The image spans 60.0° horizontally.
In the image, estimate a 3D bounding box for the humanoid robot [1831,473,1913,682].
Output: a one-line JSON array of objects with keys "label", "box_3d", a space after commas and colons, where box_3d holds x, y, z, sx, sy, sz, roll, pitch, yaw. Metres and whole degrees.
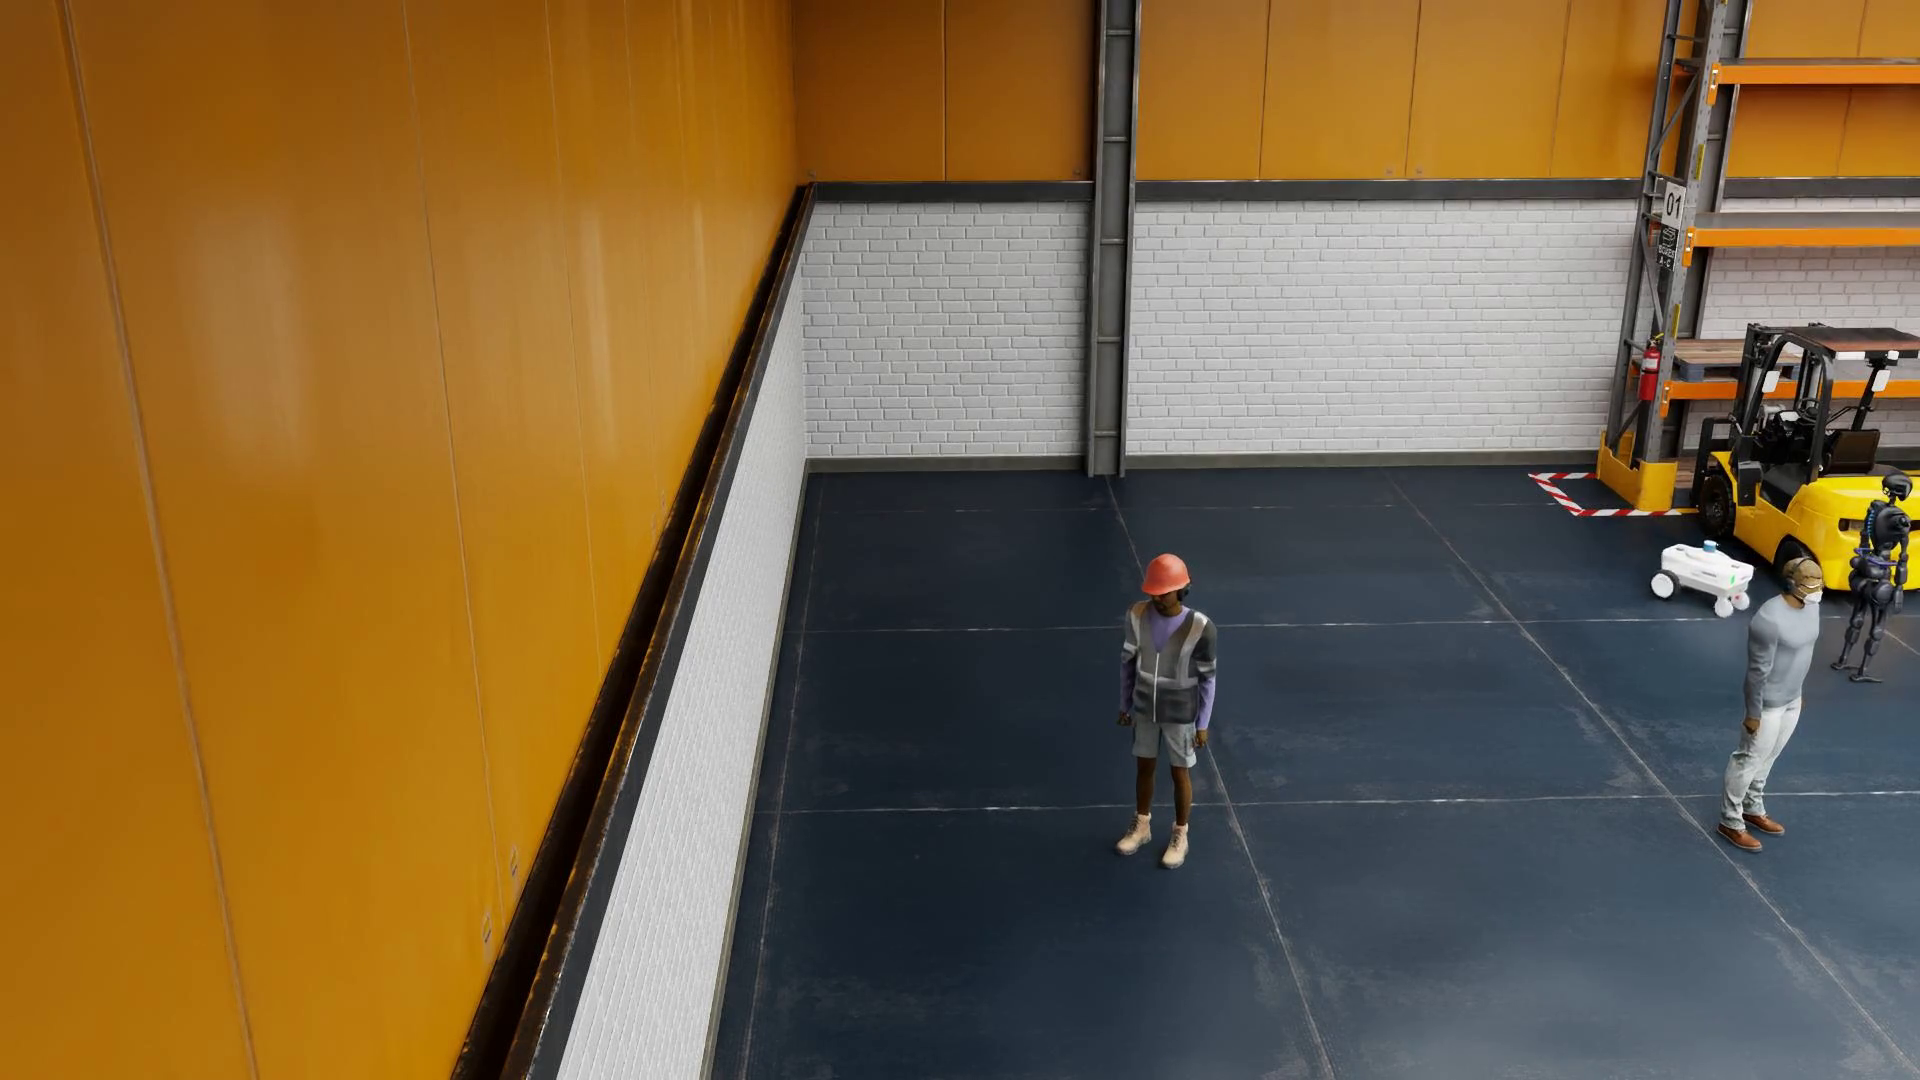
[{"label": "humanoid robot", "box_3d": [7.046, 0.274, 12.772, 0.325, 1.655, 0.591, -2, 20, -5]}]

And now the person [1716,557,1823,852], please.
[{"label": "person", "box_3d": [5.098, 1.003, 10.424, 0.634, 1.937, 0.353, -15, 25, -36]}]

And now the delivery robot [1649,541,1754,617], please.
[{"label": "delivery robot", "box_3d": [6.407, 0.294, 14.330, 0.499, 0.586, 0.773, -14, 24, -33]}]

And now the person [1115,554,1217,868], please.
[{"label": "person", "box_3d": [1.238, 1.043, 10.169, 0.613, 2.040, 0.388, 12, 24, 30]}]

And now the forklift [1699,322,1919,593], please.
[{"label": "forklift", "box_3d": [7.809, -0.792, 14.926, 1.214, 2.155, 2.313, -1, 20, -2]}]
